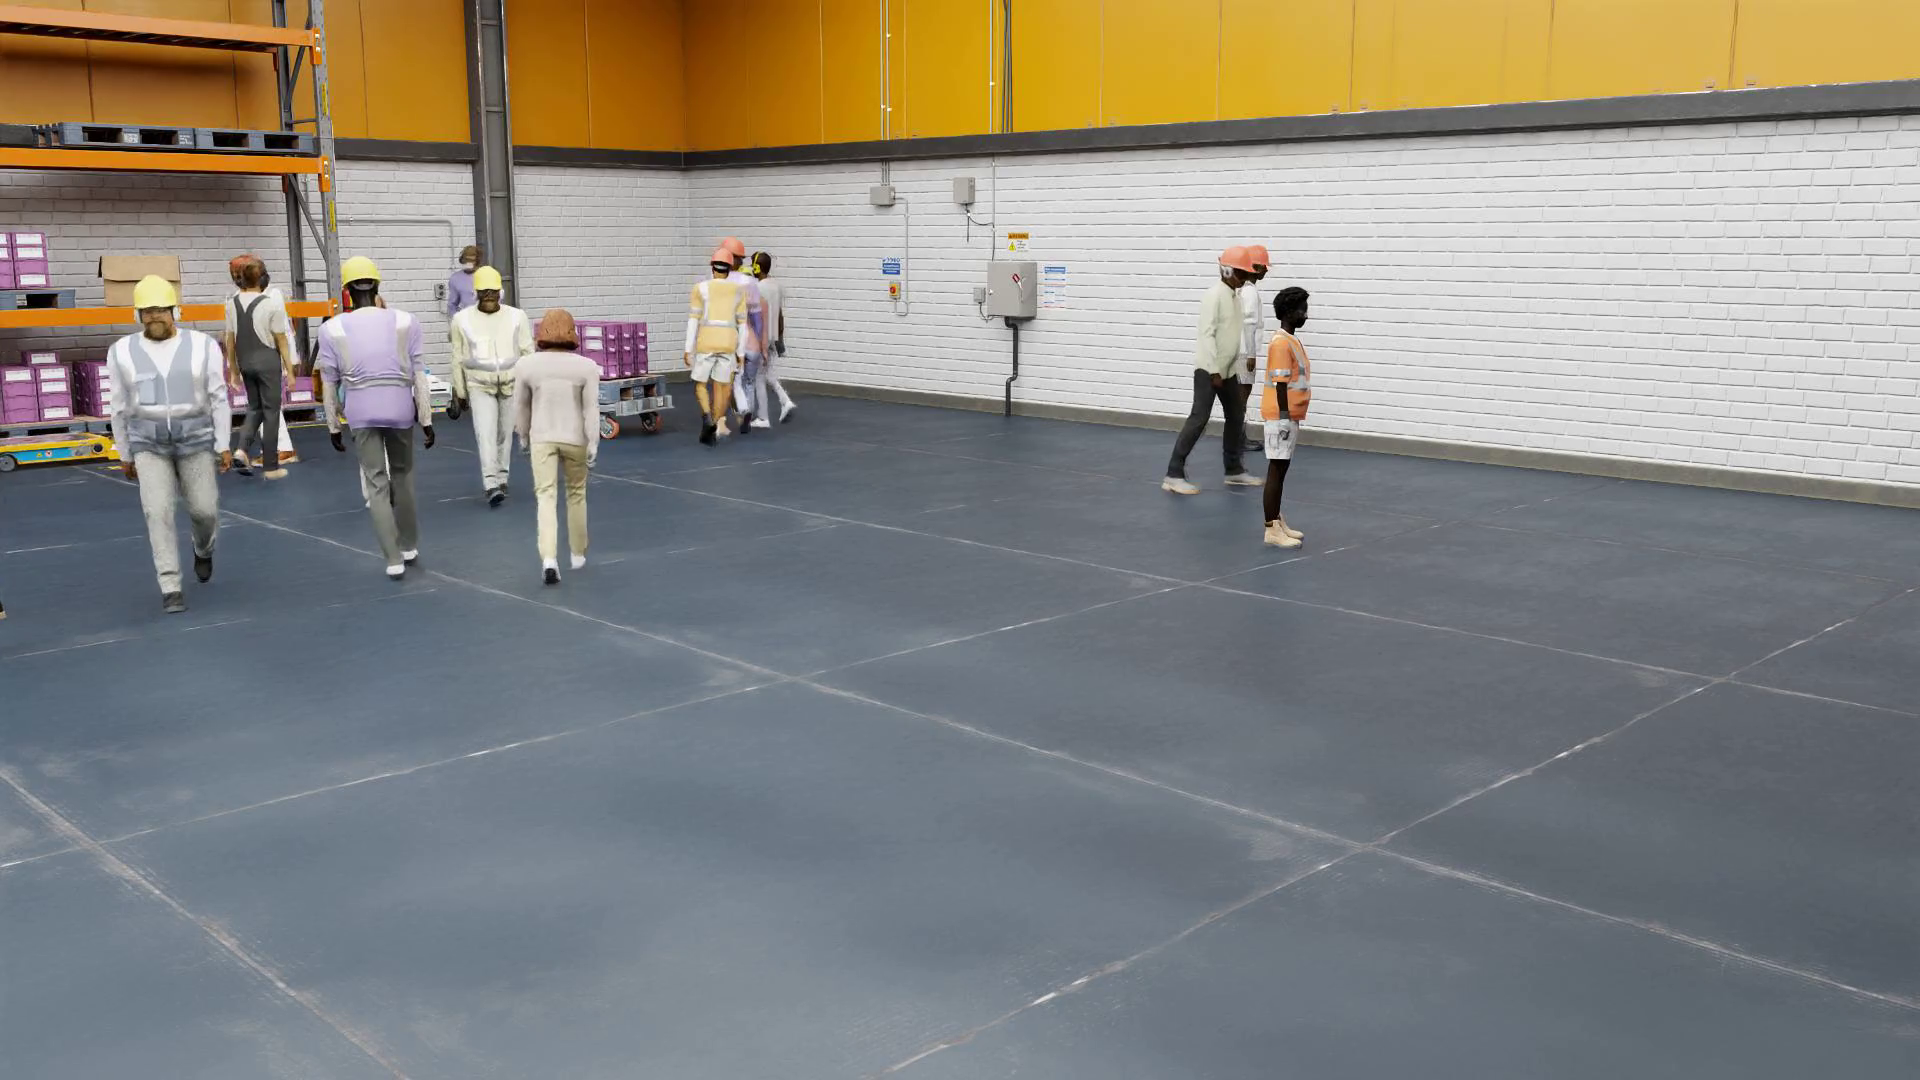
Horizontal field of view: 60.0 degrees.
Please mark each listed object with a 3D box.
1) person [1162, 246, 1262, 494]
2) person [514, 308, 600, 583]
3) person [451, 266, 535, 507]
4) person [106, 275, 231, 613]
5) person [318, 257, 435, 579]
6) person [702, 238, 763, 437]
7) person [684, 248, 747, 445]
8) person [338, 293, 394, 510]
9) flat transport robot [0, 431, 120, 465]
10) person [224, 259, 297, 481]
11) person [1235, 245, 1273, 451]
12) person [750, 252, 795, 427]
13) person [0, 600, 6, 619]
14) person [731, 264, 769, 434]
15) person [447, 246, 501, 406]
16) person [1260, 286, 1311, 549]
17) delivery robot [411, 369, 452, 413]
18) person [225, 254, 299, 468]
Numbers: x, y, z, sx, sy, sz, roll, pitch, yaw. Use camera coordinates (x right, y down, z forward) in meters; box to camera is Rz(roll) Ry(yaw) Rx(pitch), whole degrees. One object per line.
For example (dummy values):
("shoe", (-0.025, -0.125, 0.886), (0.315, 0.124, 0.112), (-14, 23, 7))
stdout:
("person", (2.054, -1.350, 13.225), (0.567, 1.940, 0.819), (7, 12, 32))
("person", (-2.377, -0.564, 9.833), (0.503, 1.602, 0.798), (-2, 11, -11))
("person", (-3.482, -1.155, 12.517), (0.604, 1.780, 0.918), (-5, 11, -24))
("person", (-4.316, -0.543, 9.117), (0.601, 1.817, 0.681), (-5, 11, -23))
("person", (-3.498, -0.737, 9.976), (0.612, 1.883, 0.850), (-5, 11, -24))
("person", (-2.300, -2.069, 16.981), (0.609, 1.979, 1.092), (4, 11, 20))
("person", (-2.347, -1.850, 16.020), (0.630, 1.895, 0.560), (-4, 11, -19))
("person", (-4.291, -1.006, 12.168), (0.519, 1.624, 0.455), (-4, 11, -21))
("flat transport robot", (-8.172, -0.790, 14.680), (0.652, 0.197, 1.431), (10, 14, 43))
("person", (-5.751, -1.387, 13.671), (0.515, 1.829, 0.443), (2, 11, 12))
("person", (2.735, -1.802, 15.680), (0.380, 1.930, 0.543), (0, 10, 0))
("person", (-2.047, -2.086, 17.447), (0.456, 1.850, 0.530), (6, 12, 32))
("person", (-5.271, -0.532, 8.670), (0.603, 1.959, 0.375), (10, 14, 43))
("person", (-2.182, -1.924, 16.902), (0.559, 1.734, 0.782), (-4, 11, -20))
("person", (-5.660, -2.469, 19.407), (0.746, 1.889, 0.836), (3, 11, 15))
("person", (2.127, -0.803, 10.863), (0.318, 1.697, 0.533), (3, 11, 15))
("delivery robot", (-5.878, -1.645, 18.315), (0.477, 0.478, 0.707), (-8, 13, -38))
("person", (-6.142, -1.552, 14.522), (0.599, 1.846, 0.735), (4, 11, 20))
